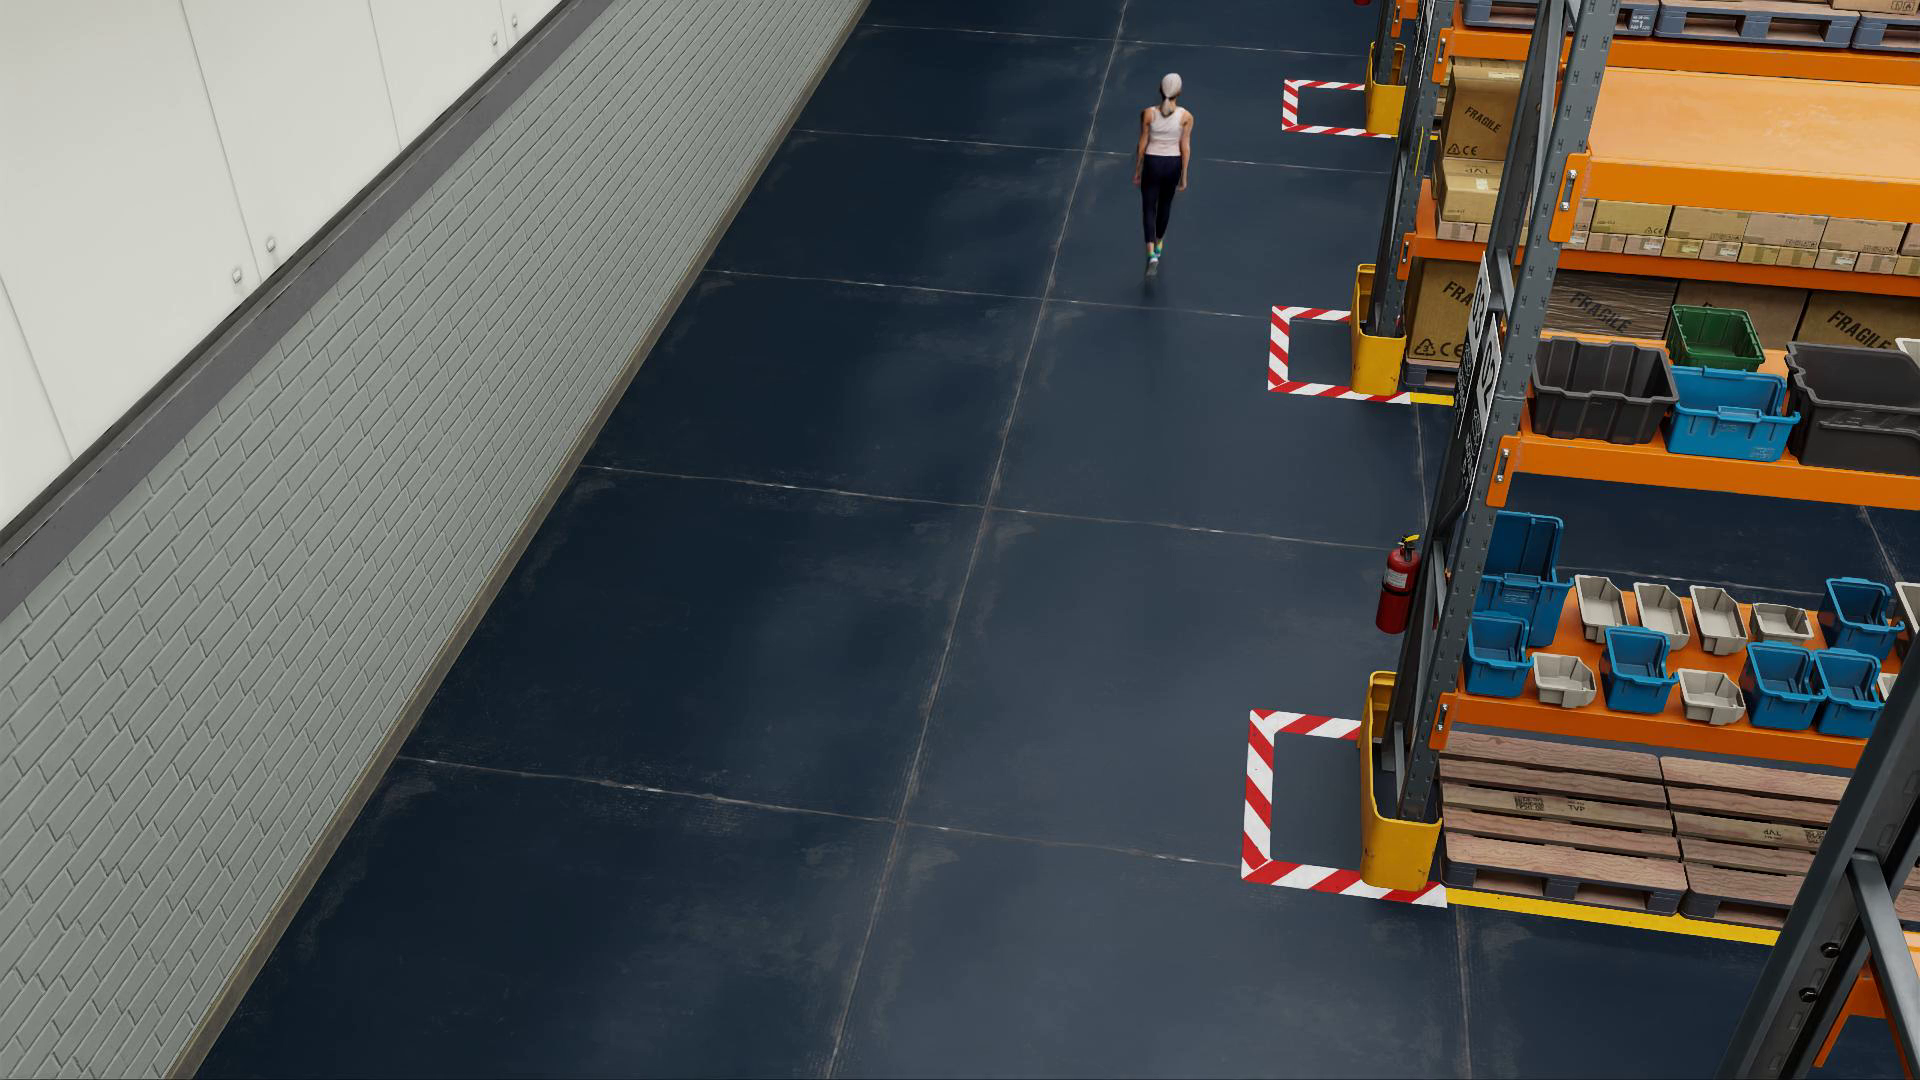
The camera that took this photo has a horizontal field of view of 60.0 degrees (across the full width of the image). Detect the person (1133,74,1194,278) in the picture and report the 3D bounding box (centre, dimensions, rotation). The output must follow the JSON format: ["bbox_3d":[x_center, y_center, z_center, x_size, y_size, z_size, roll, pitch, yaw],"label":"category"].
[{"bbox_3d":[1.662,-3.001,13.800,1.028,1.677,0.741,3,37,4],"label":"person"}]
